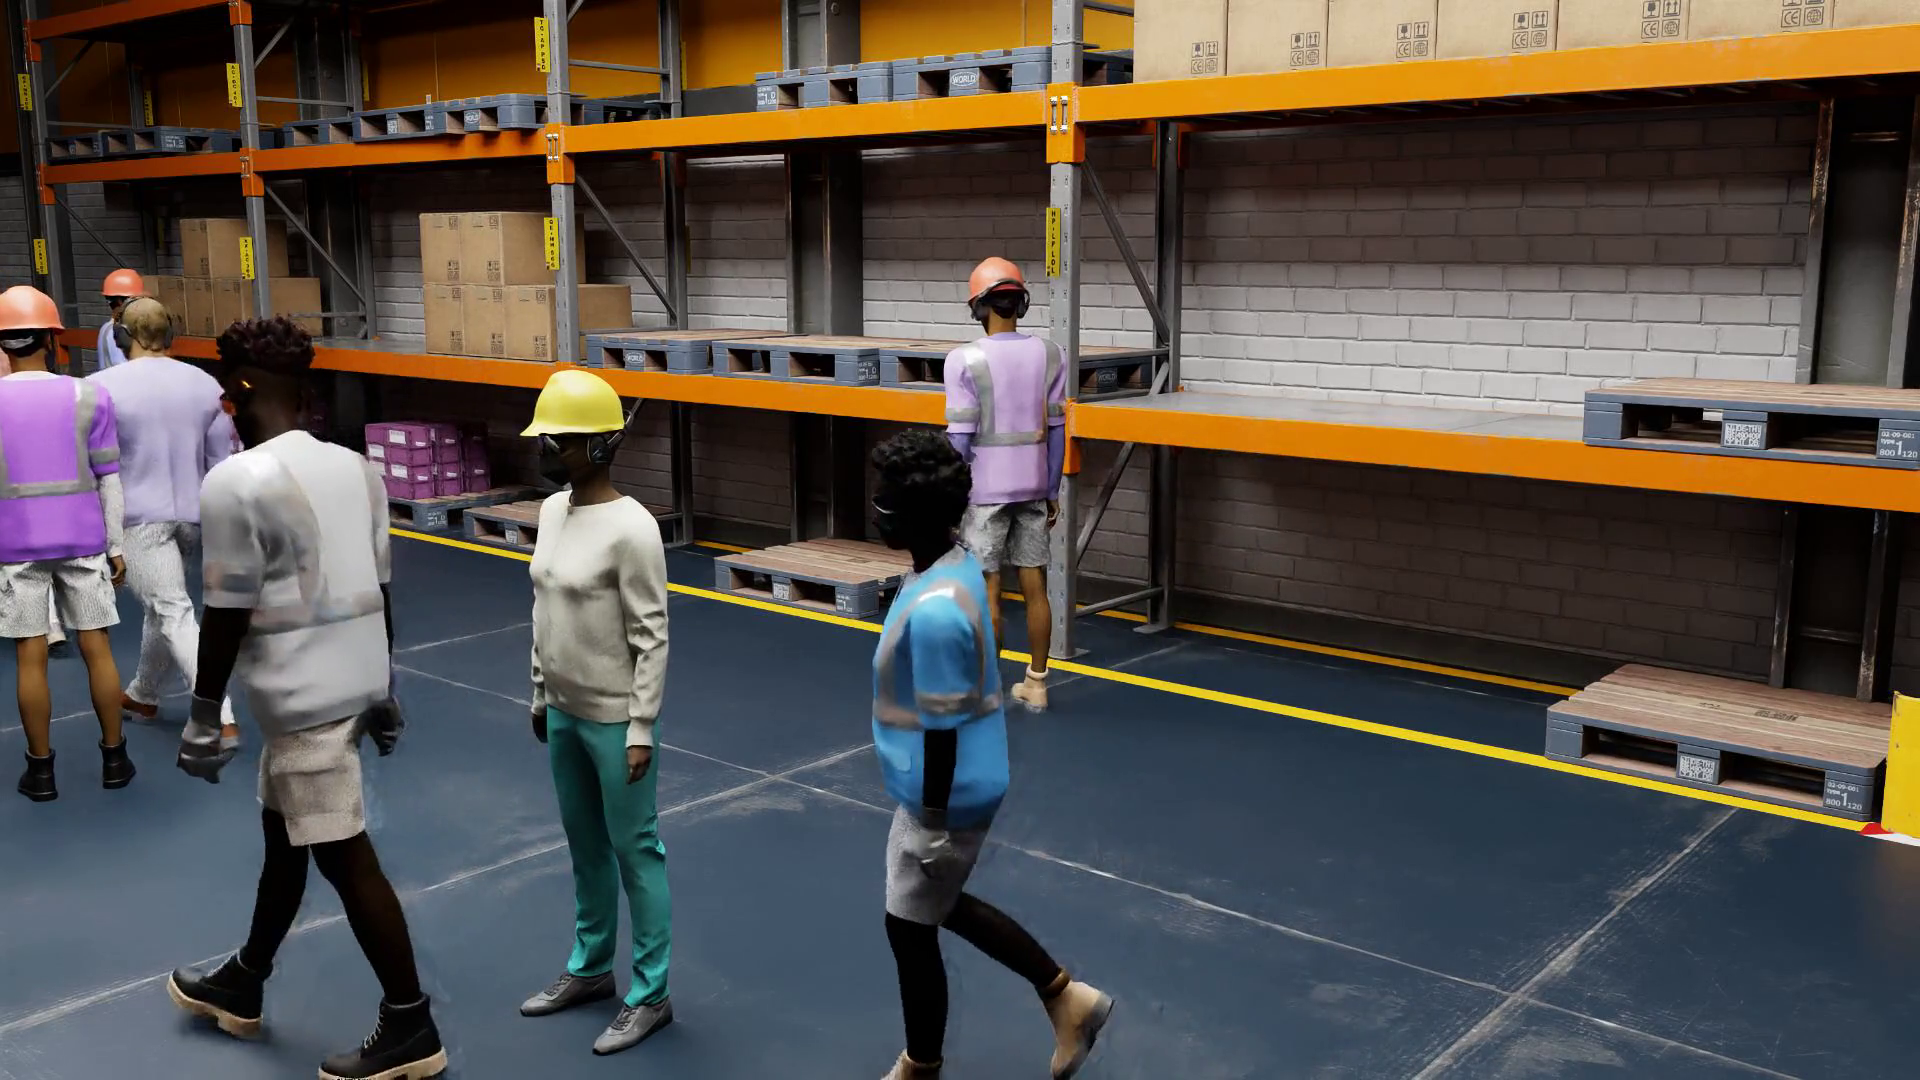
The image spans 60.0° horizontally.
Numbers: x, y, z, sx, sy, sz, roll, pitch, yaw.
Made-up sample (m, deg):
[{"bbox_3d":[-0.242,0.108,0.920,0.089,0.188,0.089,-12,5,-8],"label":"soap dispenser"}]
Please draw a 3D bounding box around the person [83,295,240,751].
[{"bbox_3d":[-3.372,-0.074,6.972,1.009,1.889,0.632,5,11,27],"label":"person"}]

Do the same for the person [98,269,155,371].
[{"bbox_3d":[-5.471,-0.816,11.019,0.361,1.935,0.553,-6,12,-31],"label":"person"}]

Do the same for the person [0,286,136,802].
[{"bbox_3d":[-3.447,0.019,6.278,0.547,1.934,0.375,-6,12,-32],"label":"person"}]

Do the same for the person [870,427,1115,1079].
[{"bbox_3d":[0.030,0.569,3.852,0.575,1.679,0.544,1,10,4],"label":"person"}]

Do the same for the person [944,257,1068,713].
[{"bbox_3d":[0.176,-0.216,7.337,0.605,2.033,0.392,-5,11,-28],"label":"person"}]

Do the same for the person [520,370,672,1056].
[{"bbox_3d":[-0.957,0.444,4.332,0.524,1.769,0.314,10,14,43],"label":"person"}]

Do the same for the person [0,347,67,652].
[{"bbox_3d":[-4.989,-0.371,8.480,1.002,1.954,0.617,7,12,34],"label":"person"}]

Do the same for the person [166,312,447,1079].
[{"bbox_3d":[-1.712,0.391,4.216,0.938,1.901,0.583,1,10,6],"label":"person"}]
